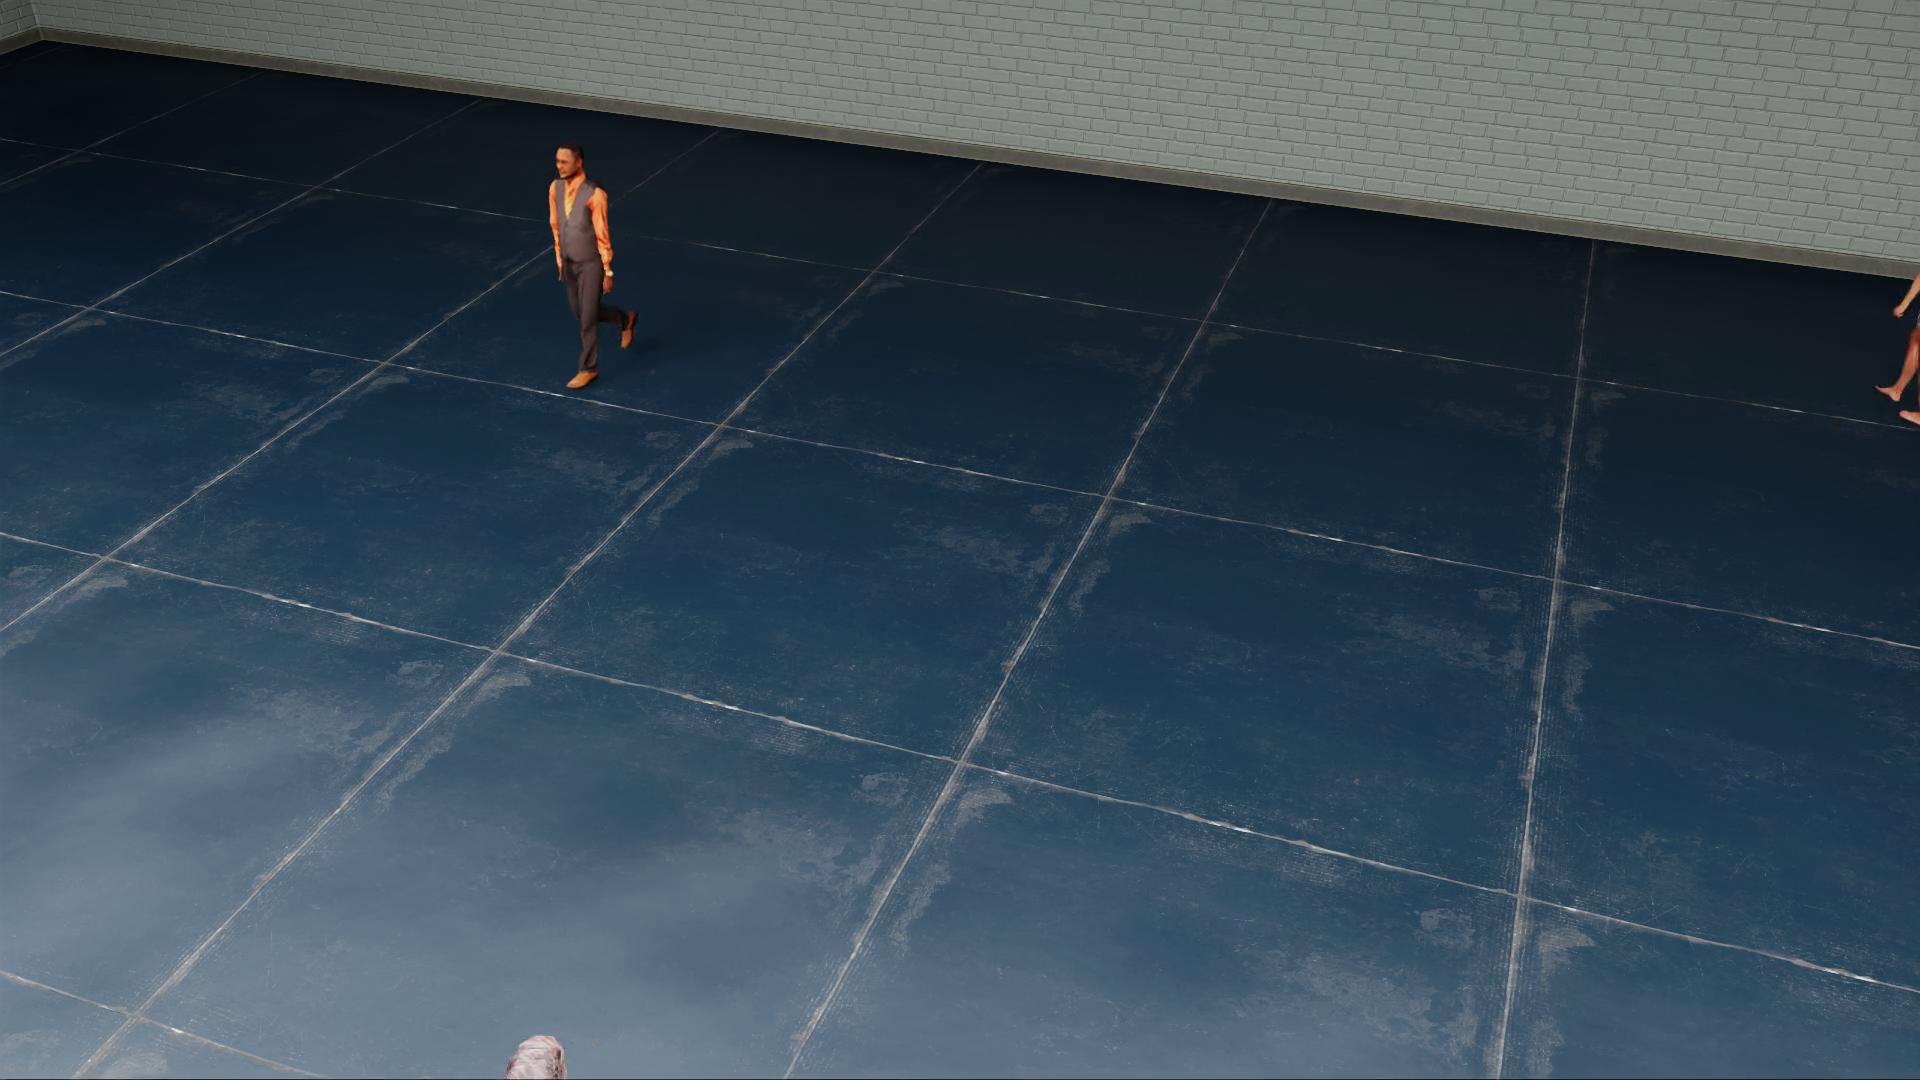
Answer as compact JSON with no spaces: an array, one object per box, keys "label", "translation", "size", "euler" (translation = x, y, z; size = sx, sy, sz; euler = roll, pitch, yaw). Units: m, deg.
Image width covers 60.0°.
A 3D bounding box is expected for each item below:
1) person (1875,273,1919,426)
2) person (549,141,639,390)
[{"label":"person","translation":[7.148,-1.621,12.027],"size":[0.848,1.743,0.922],"euler":[-13,35,-19]},{"label":"person","translation":[-2.785,-2.129,12.679],"size":[0.859,1.884,1.193],"euler":[19,38,27]}]
